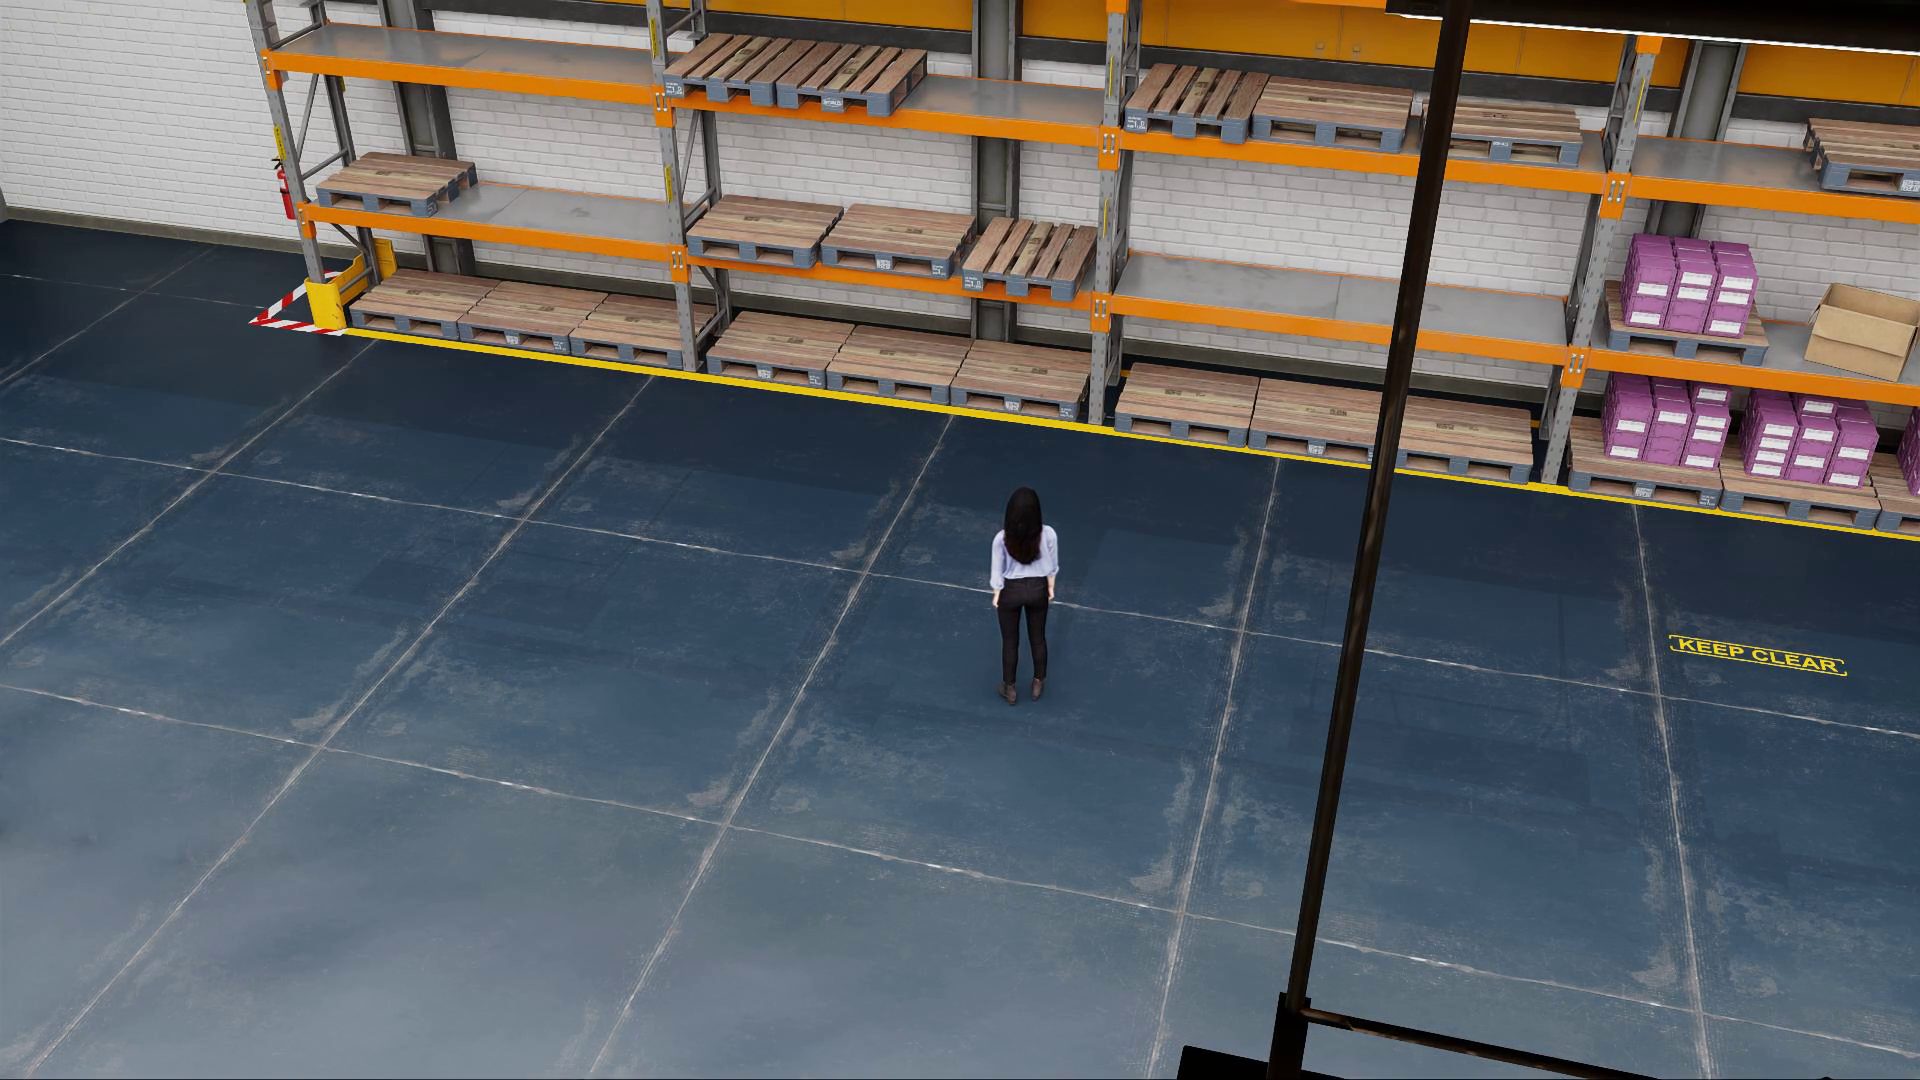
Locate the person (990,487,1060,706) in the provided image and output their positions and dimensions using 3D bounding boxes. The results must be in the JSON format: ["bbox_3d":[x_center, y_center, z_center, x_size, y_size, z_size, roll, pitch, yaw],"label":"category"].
[{"bbox_3d":[0.438,0.390,11.510,0.664,1.744,0.789,-7,34,-11],"label":"person"}]
